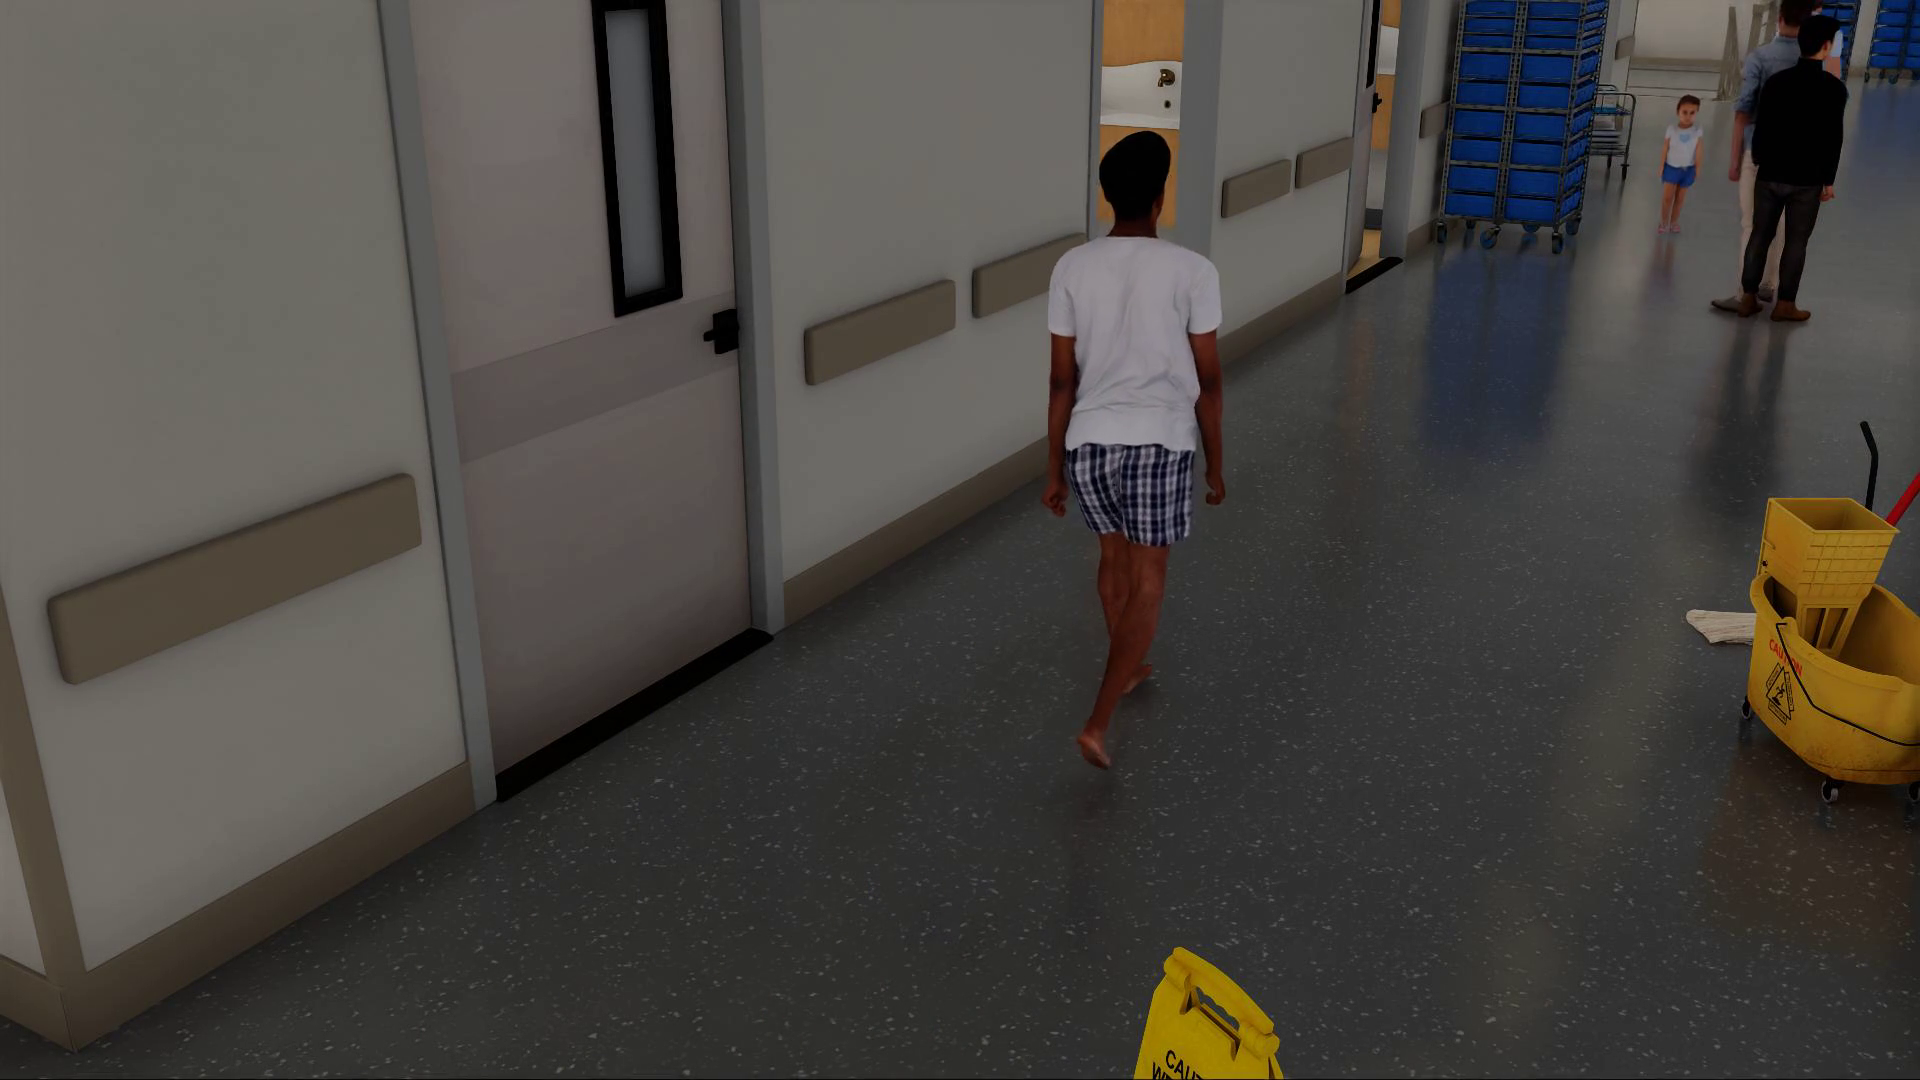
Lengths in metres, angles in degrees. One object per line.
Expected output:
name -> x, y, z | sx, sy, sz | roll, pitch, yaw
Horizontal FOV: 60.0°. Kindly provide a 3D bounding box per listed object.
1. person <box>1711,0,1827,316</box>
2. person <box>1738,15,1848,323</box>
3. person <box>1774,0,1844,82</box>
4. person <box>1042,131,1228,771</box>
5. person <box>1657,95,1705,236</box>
person -> 4.799, -2.265, 9.801 | 0.794, 1.832, 0.842 | -4, 21, -9
person -> 4.815, -2.142, 9.631 | 0.661, 1.722, 0.715 | -16, 26, -36
person -> 6.025, -3.133, 12.114 | 0.778, 1.817, 0.804 | -14, 25, -33
person -> 0.449, -0.199, 4.533 | 0.737, 1.700, 1.142 | 9, 22, 22
person -> 5.334, -2.779, 12.321 | 0.479, 1.008, 0.569 | 5, 21, 14
